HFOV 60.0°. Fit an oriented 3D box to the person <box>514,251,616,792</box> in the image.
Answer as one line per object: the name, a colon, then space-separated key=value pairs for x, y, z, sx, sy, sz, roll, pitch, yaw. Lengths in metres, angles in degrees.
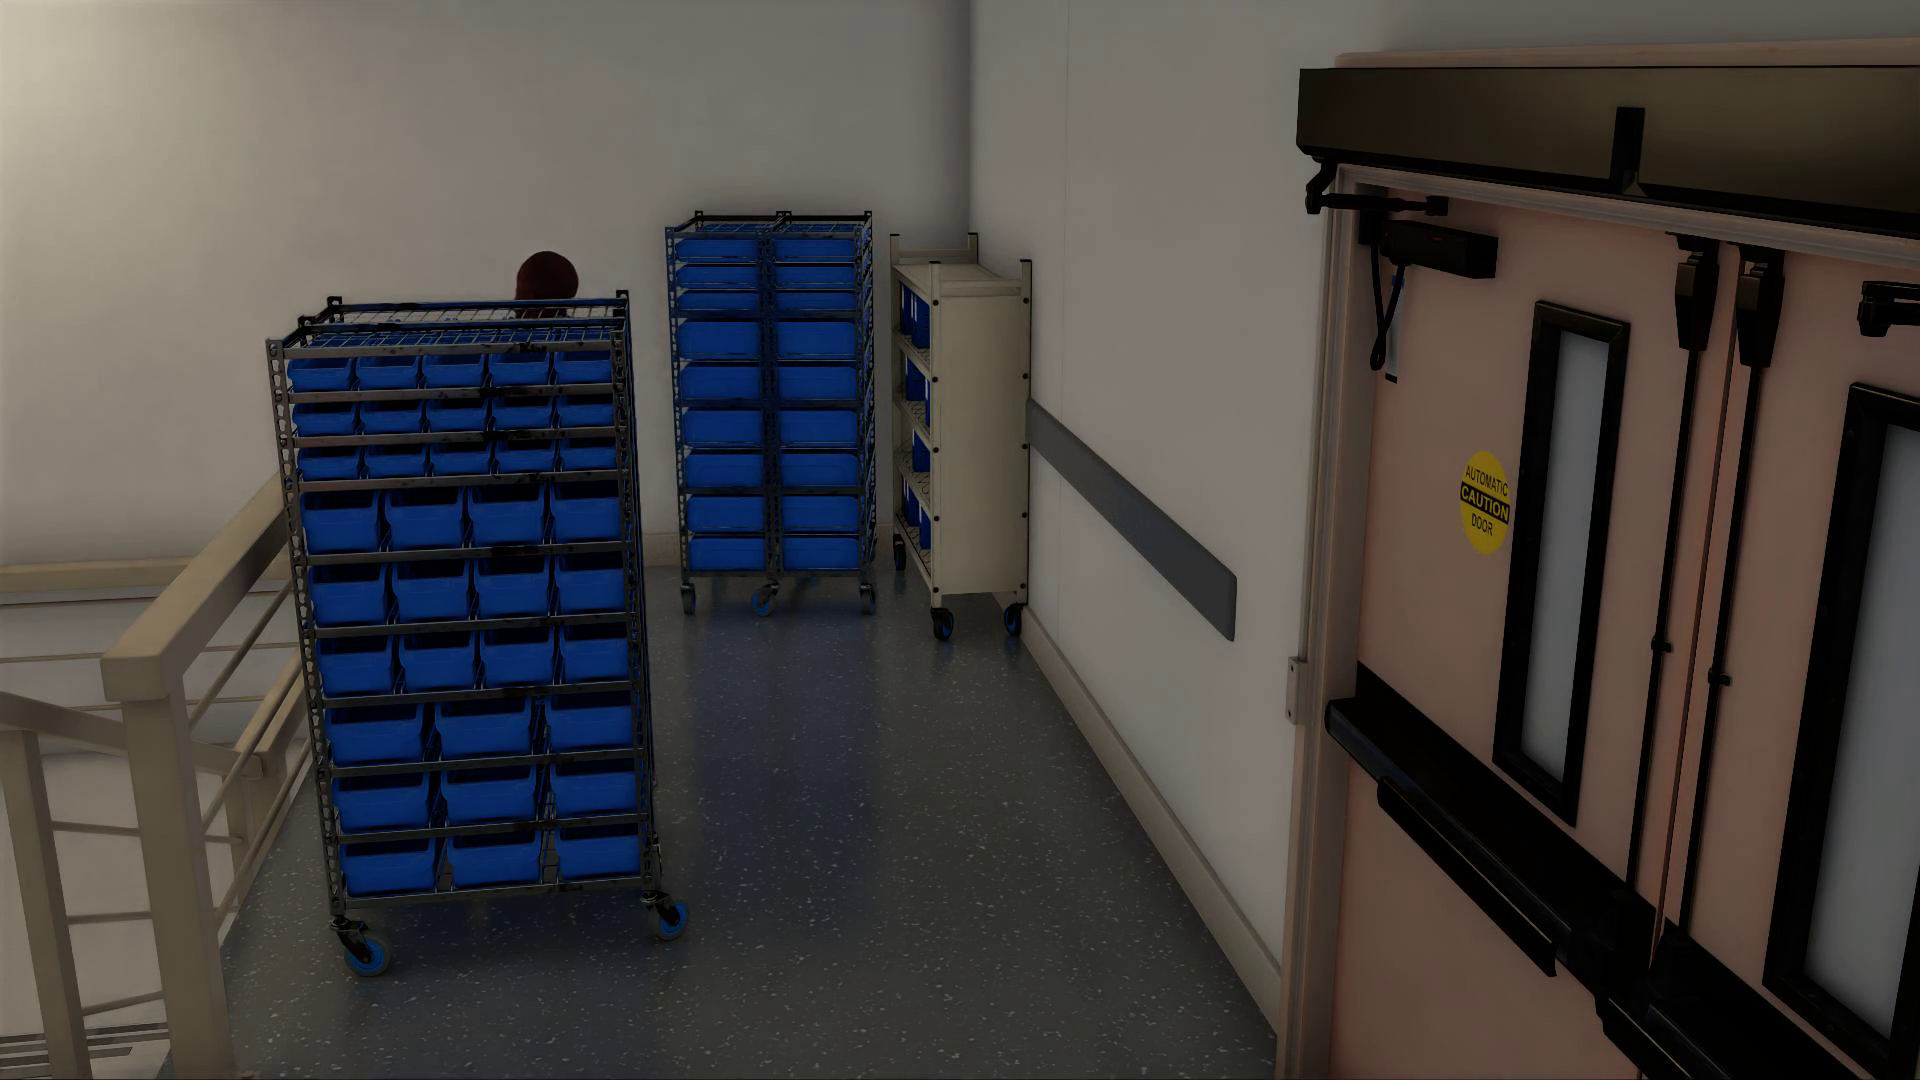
person: x=-1.315 y=-0.060 z=5.599 sx=0.838 sy=1.826 sz=0.692 roll=4 pitch=16 yaw=14
